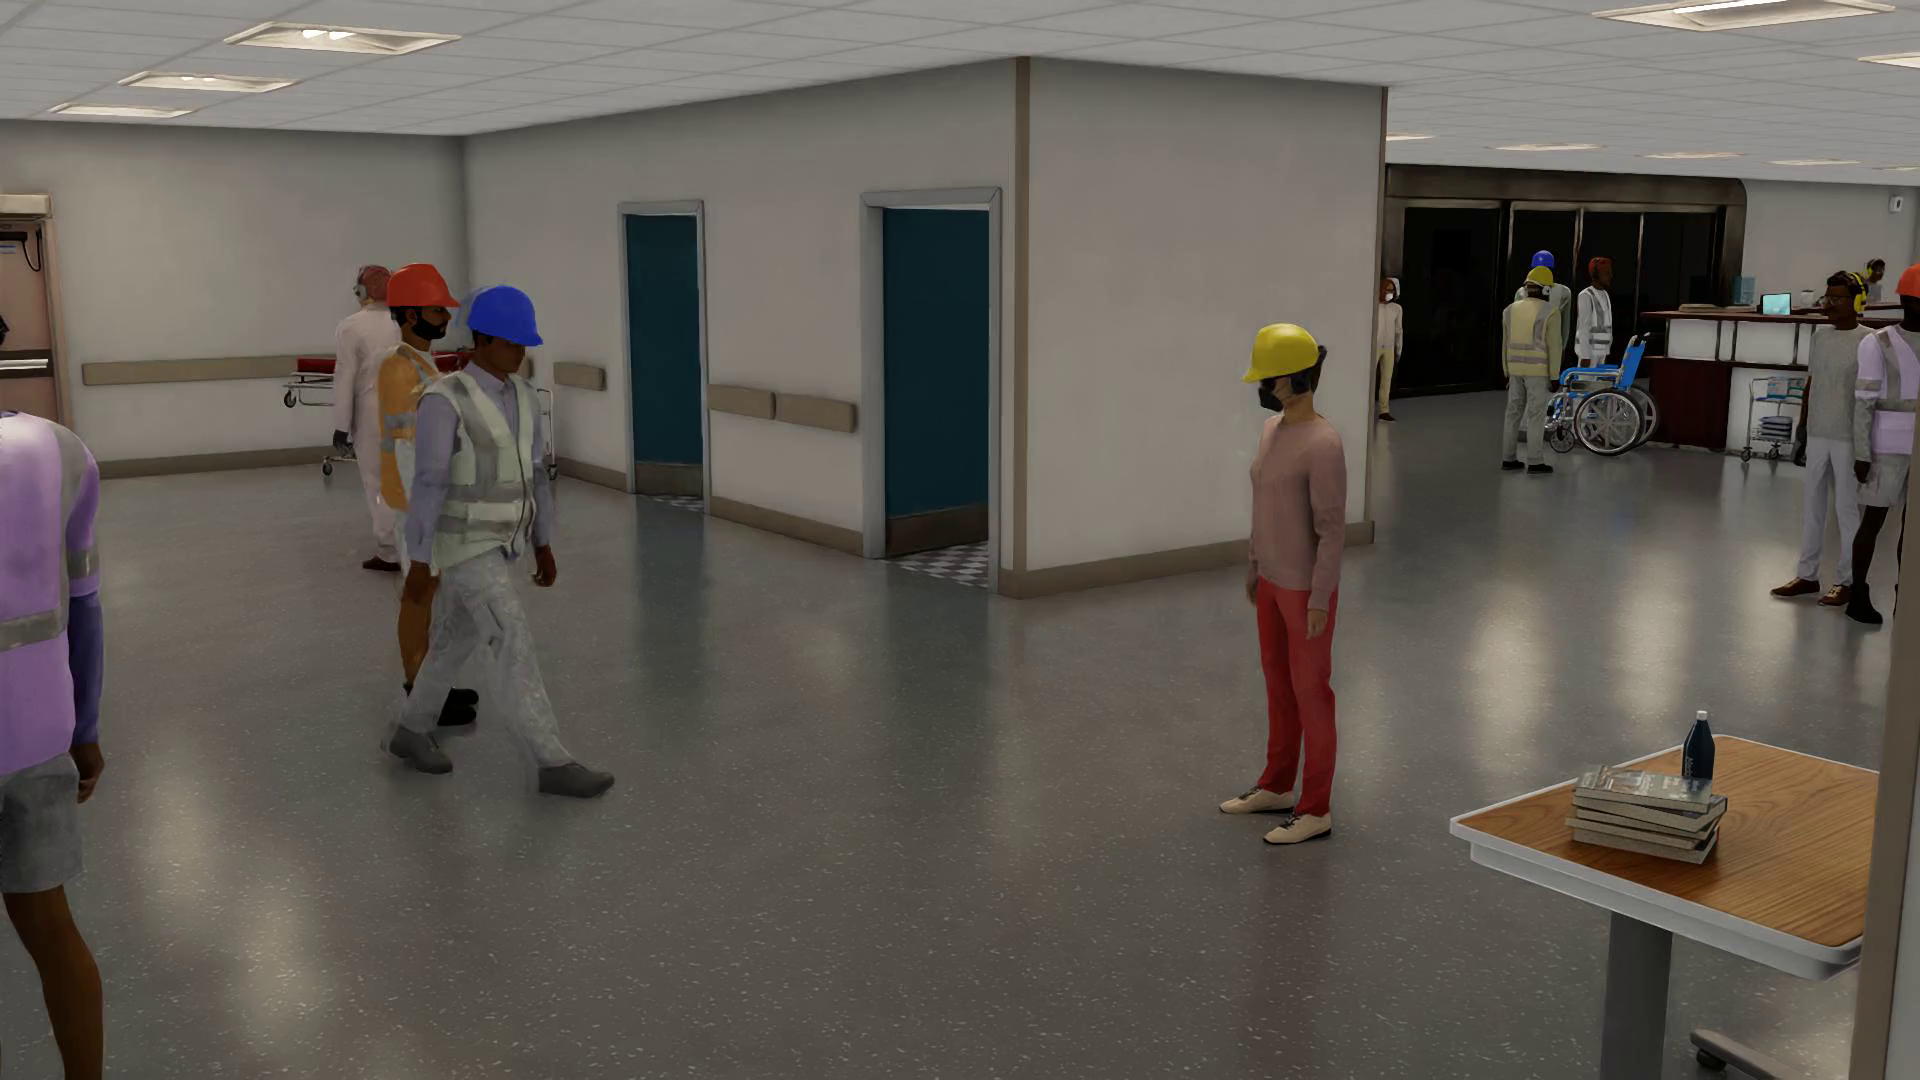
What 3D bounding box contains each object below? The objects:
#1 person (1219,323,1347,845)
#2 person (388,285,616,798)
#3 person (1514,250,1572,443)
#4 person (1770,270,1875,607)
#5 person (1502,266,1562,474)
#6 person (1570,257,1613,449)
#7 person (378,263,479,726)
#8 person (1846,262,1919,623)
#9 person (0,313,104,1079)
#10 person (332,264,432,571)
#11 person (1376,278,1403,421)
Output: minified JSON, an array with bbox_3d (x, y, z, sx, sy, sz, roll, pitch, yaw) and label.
[{"bbox_3d":[1.106,0.150,5.640,0.336,1.759,0.523,-3,10,-14],"label":"person"},{"bbox_3d":[-1.792,0.002,6.158,1.018,1.889,0.619,3,11,16],"label":"person"},{"bbox_3d":[5.889,-1.957,16.904,0.604,1.949,0.384,-1,10,-8],"label":"person"},{"bbox_3d":[4.895,-0.565,9.326,0.322,1.871,0.531,-4,11,-23],"label":"person"},{"bbox_3d":[5.053,-1.496,14.684,0.403,1.824,0.596,-6,12,-32],"label":"person"},{"bbox_3d":[6.259,-1.839,16.426,0.347,1.882,0.584,8,13,38],"label":"person"},{"bbox_3d":[-2.253,-0.191,7.041,0.360,1.939,0.543,-2,10,-11],"label":"person"},{"bbox_3d":[5.012,-0.498,8.809,0.539,1.929,0.384,0,10,-2],"label":"person"},{"bbox_3d":[-2.042,0.412,3.423,0.408,2.030,0.610,3,11,16],"label":"person"},{"bbox_3d":[-3.553,-0.742,10.259,0.429,1.892,0.653,6,12,31],"label":"person"},{"bbox_3d":[4.795,-2.153,18.918,0.505,1.628,0.286,-2,10,-14],"label":"person"}]
